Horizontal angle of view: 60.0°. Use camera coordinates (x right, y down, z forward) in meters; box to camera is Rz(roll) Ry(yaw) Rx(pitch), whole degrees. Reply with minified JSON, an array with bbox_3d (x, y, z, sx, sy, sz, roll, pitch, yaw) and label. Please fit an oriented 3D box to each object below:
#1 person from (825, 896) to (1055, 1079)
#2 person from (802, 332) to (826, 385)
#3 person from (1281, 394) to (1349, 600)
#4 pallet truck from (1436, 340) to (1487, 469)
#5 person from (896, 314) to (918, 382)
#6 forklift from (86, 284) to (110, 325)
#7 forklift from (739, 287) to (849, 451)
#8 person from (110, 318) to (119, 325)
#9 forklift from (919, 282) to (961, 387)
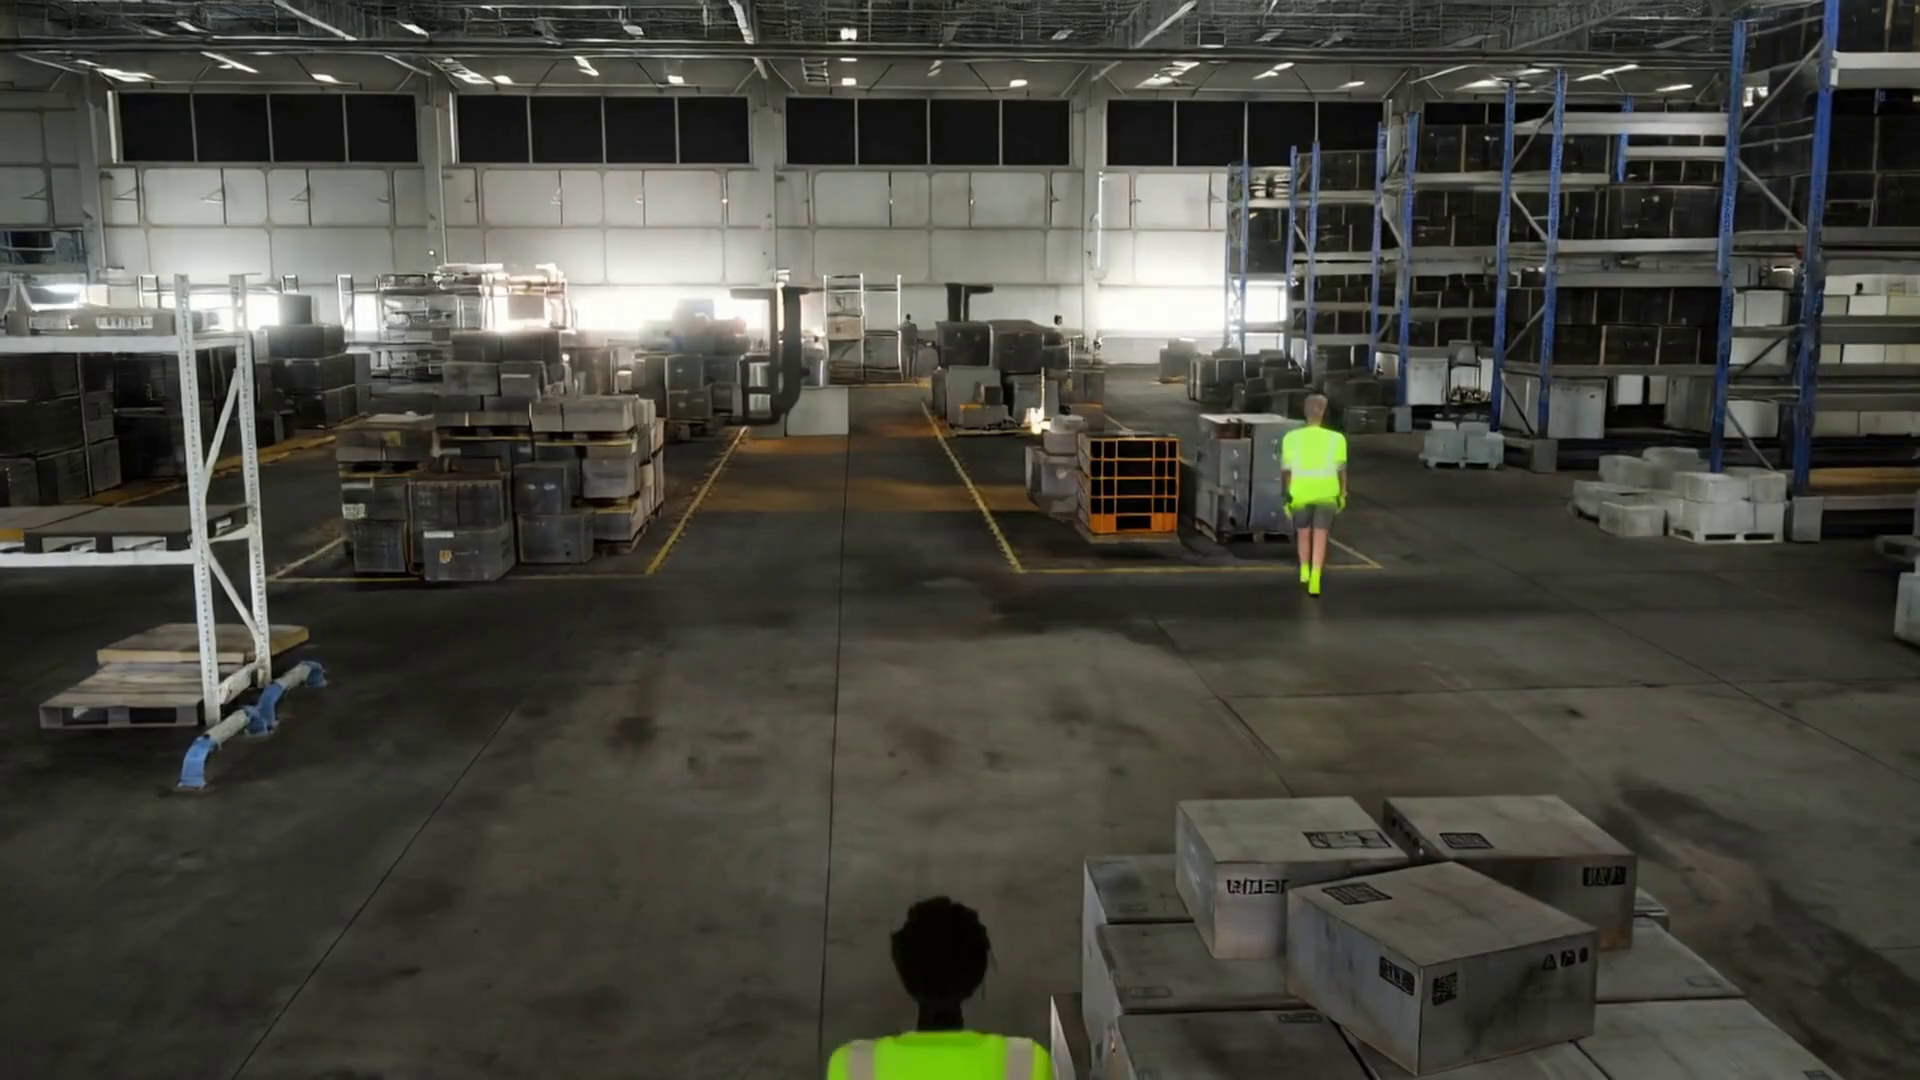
[{"bbox_3d":[-0.045,1.621,3.654,0.534,1.669,0.826,-1,9,-4],"label":"person"},{"bbox_3d":[-2.778,-2.836,30.629,0.612,1.987,0.399,0,9,-2],"label":"person"},{"bbox_3d":[3.360,-0.430,15.775,0.613,1.907,1.043,3,9,16],"label":"person"},{"bbox_3d":[8.004,-2.170,26.422,0.823,1.965,1.885,2,9,14],"label":"pallet truck"},{"bbox_3d":[-1.499,-5.475,47.370,0.629,1.935,0.372,0,9,-2],"label":"person"},{"bbox_3d":[-18.969,-4.254,36.741,1.873,2.768,1.129,-5,11,-30],"label":"forklift"},{"bbox_3d":[-2.857,-2.959,28.607,1.873,2.768,1.129,-1,9,-4],"label":"forklift"},{"bbox_3d":[-22.973,-5.135,45.370,1.011,1.882,0.566,-5,10,-26],"label":"person"},{"bbox_3d":[-0.169,-5.567,44.988,1.873,2.768,1.129,-1,9,-4],"label":"forklift"}]
